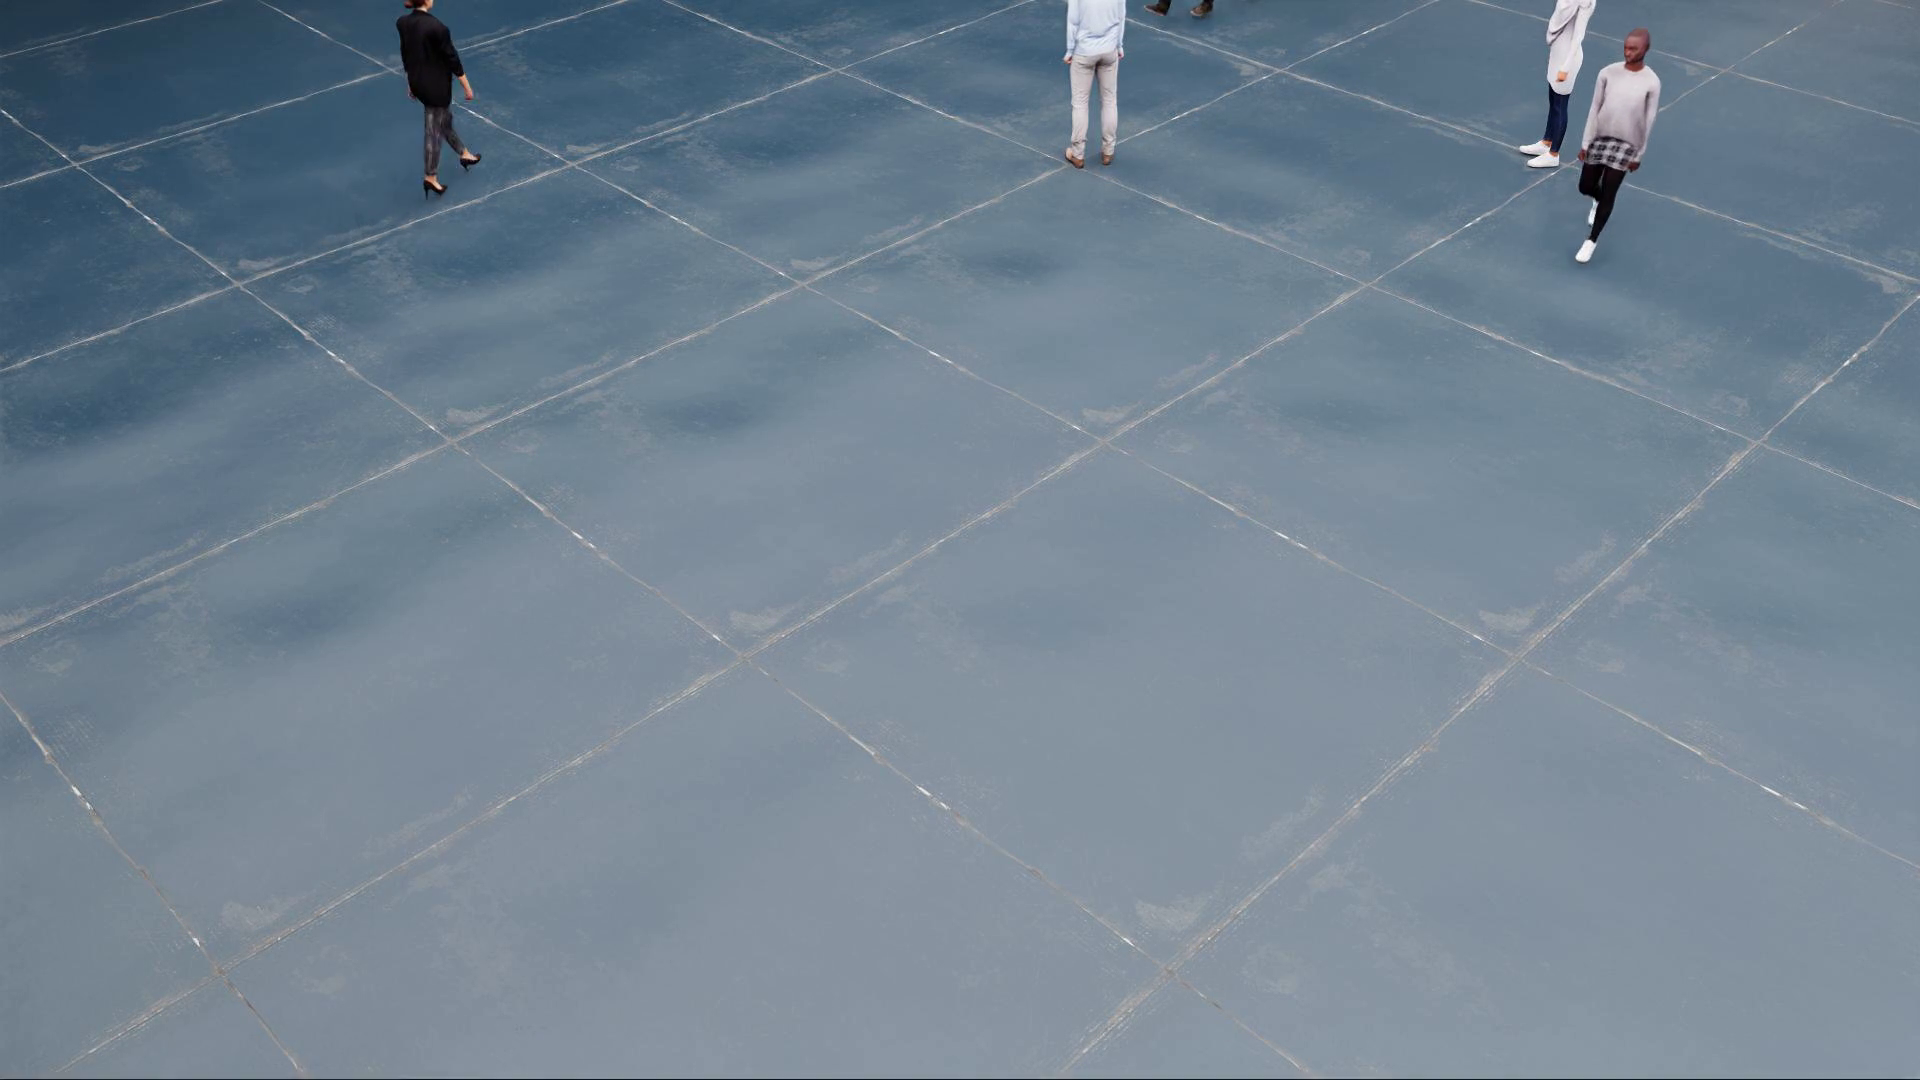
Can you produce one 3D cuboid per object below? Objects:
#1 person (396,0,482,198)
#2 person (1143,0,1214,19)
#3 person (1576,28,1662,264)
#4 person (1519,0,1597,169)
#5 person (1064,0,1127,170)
[{"bbox_3d":[-4.254,-3.536,13.223,0.835,1.686,1.055,18,41,22],"label":"person"},{"bbox_3d":[2.430,-6.029,16.460,0.854,1.738,1.116,-30,47,-34],"label":"person"},{"bbox_3d":[4.907,-2.985,12.439,0.740,1.758,0.982,21,42,25],"label":"person"},{"bbox_3d":[4.992,-3.956,13.702,0.747,1.775,0.668,3,37,4],"label":"person"},{"bbox_3d":[1.115,-4.000,13.662,0.712,1.894,0.808,-6,38,-8],"label":"person"}]
